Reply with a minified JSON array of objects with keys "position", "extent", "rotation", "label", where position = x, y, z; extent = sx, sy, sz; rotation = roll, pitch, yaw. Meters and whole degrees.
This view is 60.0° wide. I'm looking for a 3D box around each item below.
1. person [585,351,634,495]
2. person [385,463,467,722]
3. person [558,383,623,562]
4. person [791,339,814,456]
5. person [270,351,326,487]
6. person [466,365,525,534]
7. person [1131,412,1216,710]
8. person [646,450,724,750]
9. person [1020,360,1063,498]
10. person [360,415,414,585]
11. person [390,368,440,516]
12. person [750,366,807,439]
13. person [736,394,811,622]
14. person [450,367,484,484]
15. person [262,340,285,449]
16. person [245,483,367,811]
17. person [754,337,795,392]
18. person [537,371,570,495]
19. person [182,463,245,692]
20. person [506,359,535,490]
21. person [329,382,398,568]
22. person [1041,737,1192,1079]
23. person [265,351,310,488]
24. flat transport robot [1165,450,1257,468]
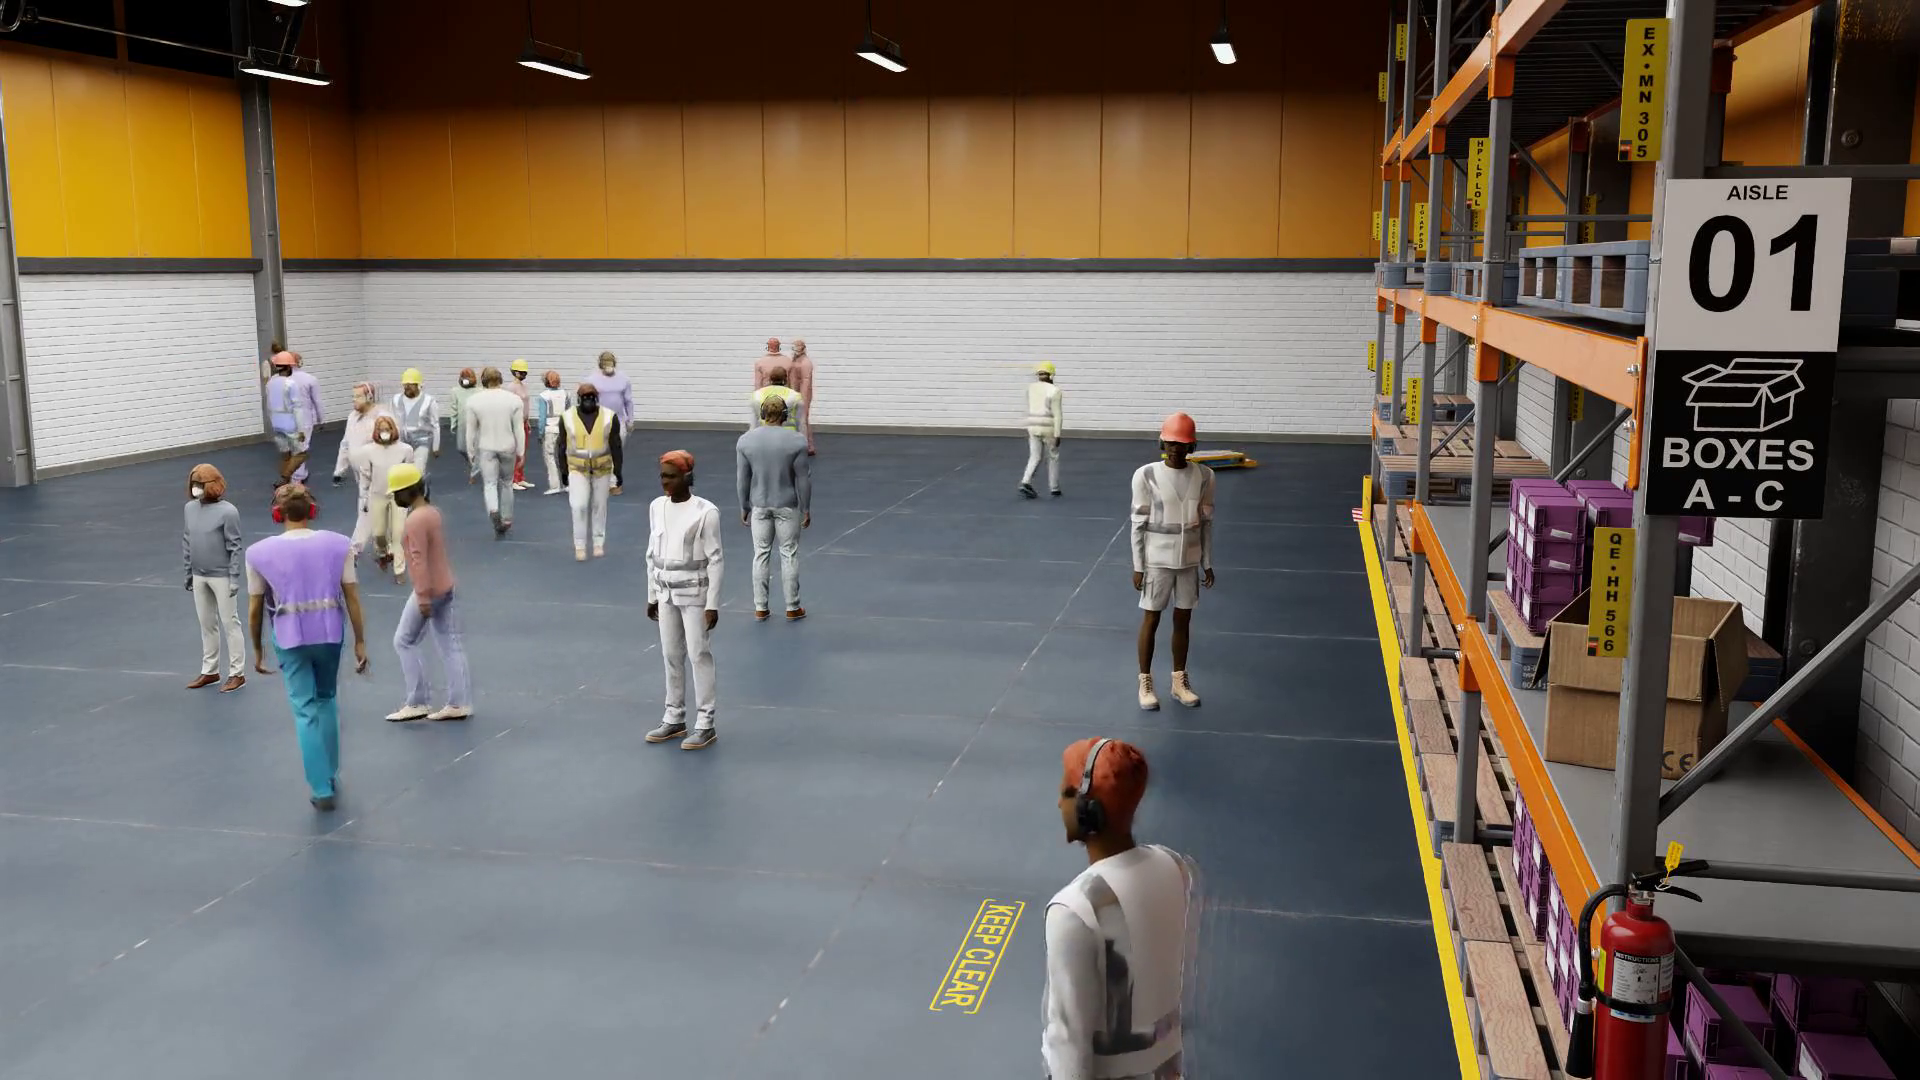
[{"position":[-4.684,-1.575,22.157],"extent":[0.639,1.900,0.892],"rotation":[-5,11,-28],"label":"person"},{"position":[-3.571,0.355,10.989],"extent":[0.628,1.719,0.543],"rotation":[0,9,1],"label":"person"},{"position":[-3.781,-0.691,17.058],"extent":[0.640,1.816,0.761],"rotation":[-3,10,-16],"label":"person"},{"position":[-2.483,-2.213,26.079],"extent":[0.478,1.873,0.712],"rotation":[-4,10,-22],"label":"person"},{"position":[-8.972,-1.633,22.600],"extent":[0.655,1.848,1.041],"rotation":[0,9,-2],"label":"person"},{"position":[-5.183,-0.994,18.612],"extent":[0.642,1.912,0.807],"rotation":[-3,10,-18],"label":"person"},{"position":[1.467,0.142,11.361],"extent":[0.609,2.040,0.394],"rotation":[-3,10,-16],"label":"person"},{"position":[-1.745,0.370,10.451],"extent":[0.587,1.883,0.342],"rotation":[6,11,34],"label":"person"},{"position":[1.046,-1.415,21.505],"extent":[0.599,1.798,0.746],"rotation":[6,11,32],"label":"person"},{"position":[-5.477,-0.405,15.946],"extent":[0.506,1.616,0.631],"rotation":[-3,10,-20],"label":"person"},{"position":[-6.548,-1.182,20.048],"extent":[0.588,1.807,0.750],"rotation":[1,10,8],"label":"person"},{"position":[-2.148,-1.170,19.907],"extent":[0.664,1.819,0.681],"rotation":[1,9,5],"label":"person"},{"position":[-1.572,-0.268,14.133],"extent":[0.635,1.937,0.352],"rotation":[1,9,6],"label":"person"},{"position":[-6.810,-1.604,23.138],"extent":[0.513,1.616,0.516],"rotation":[1,9,4],"label":"person"},{"position":[-11.007,-2.330,26.926],"extent":[0.523,1.821,0.841],"rotation":[0,9,0],"label":"person"},{"position":[-3.690,0.586,9.367],"extent":[0.580,1.809,0.699],"rotation":[-6,11,-33],"label":"person"},{"position":[-2.872,-2.174,25.712],"extent":[0.652,1.906,0.409],"rotation":[-3,10,-20],"label":"person"},{"position":[-5.333,-1.407,21.949],"extent":[0.352,1.631,0.546],"rotation":[7,12,37],"label":"person"},{"position":[-5.319,0.266,11.834],"extent":[0.497,1.634,0.287],"rotation":[4,10,21],"label":"person"},{"position":[-5.933,-1.560,22.447],"extent":[0.329,1.765,0.526],"rotation":[2,10,10],"label":"person"},{"position":[-5.984,-0.639,16.619],"extent":[0.660,1.857,0.995],"rotation":[8,12,40],"label":"person"},{"position":[0.299,1.404,4.276],"extent":[0.701,1.861,0.616],"rotation":[8,12,38],"label":"person"},{"position":[-8.635,-1.456,21.334],"extent":[0.574,1.924,0.455],"rotation":[5,11,27],"label":"person"},{"position":[3.642,-1.182,24.658],"extent":[1.431,0.197,0.652],"rotation":[-5,11,-30],"label":"flat transport robot"}]
